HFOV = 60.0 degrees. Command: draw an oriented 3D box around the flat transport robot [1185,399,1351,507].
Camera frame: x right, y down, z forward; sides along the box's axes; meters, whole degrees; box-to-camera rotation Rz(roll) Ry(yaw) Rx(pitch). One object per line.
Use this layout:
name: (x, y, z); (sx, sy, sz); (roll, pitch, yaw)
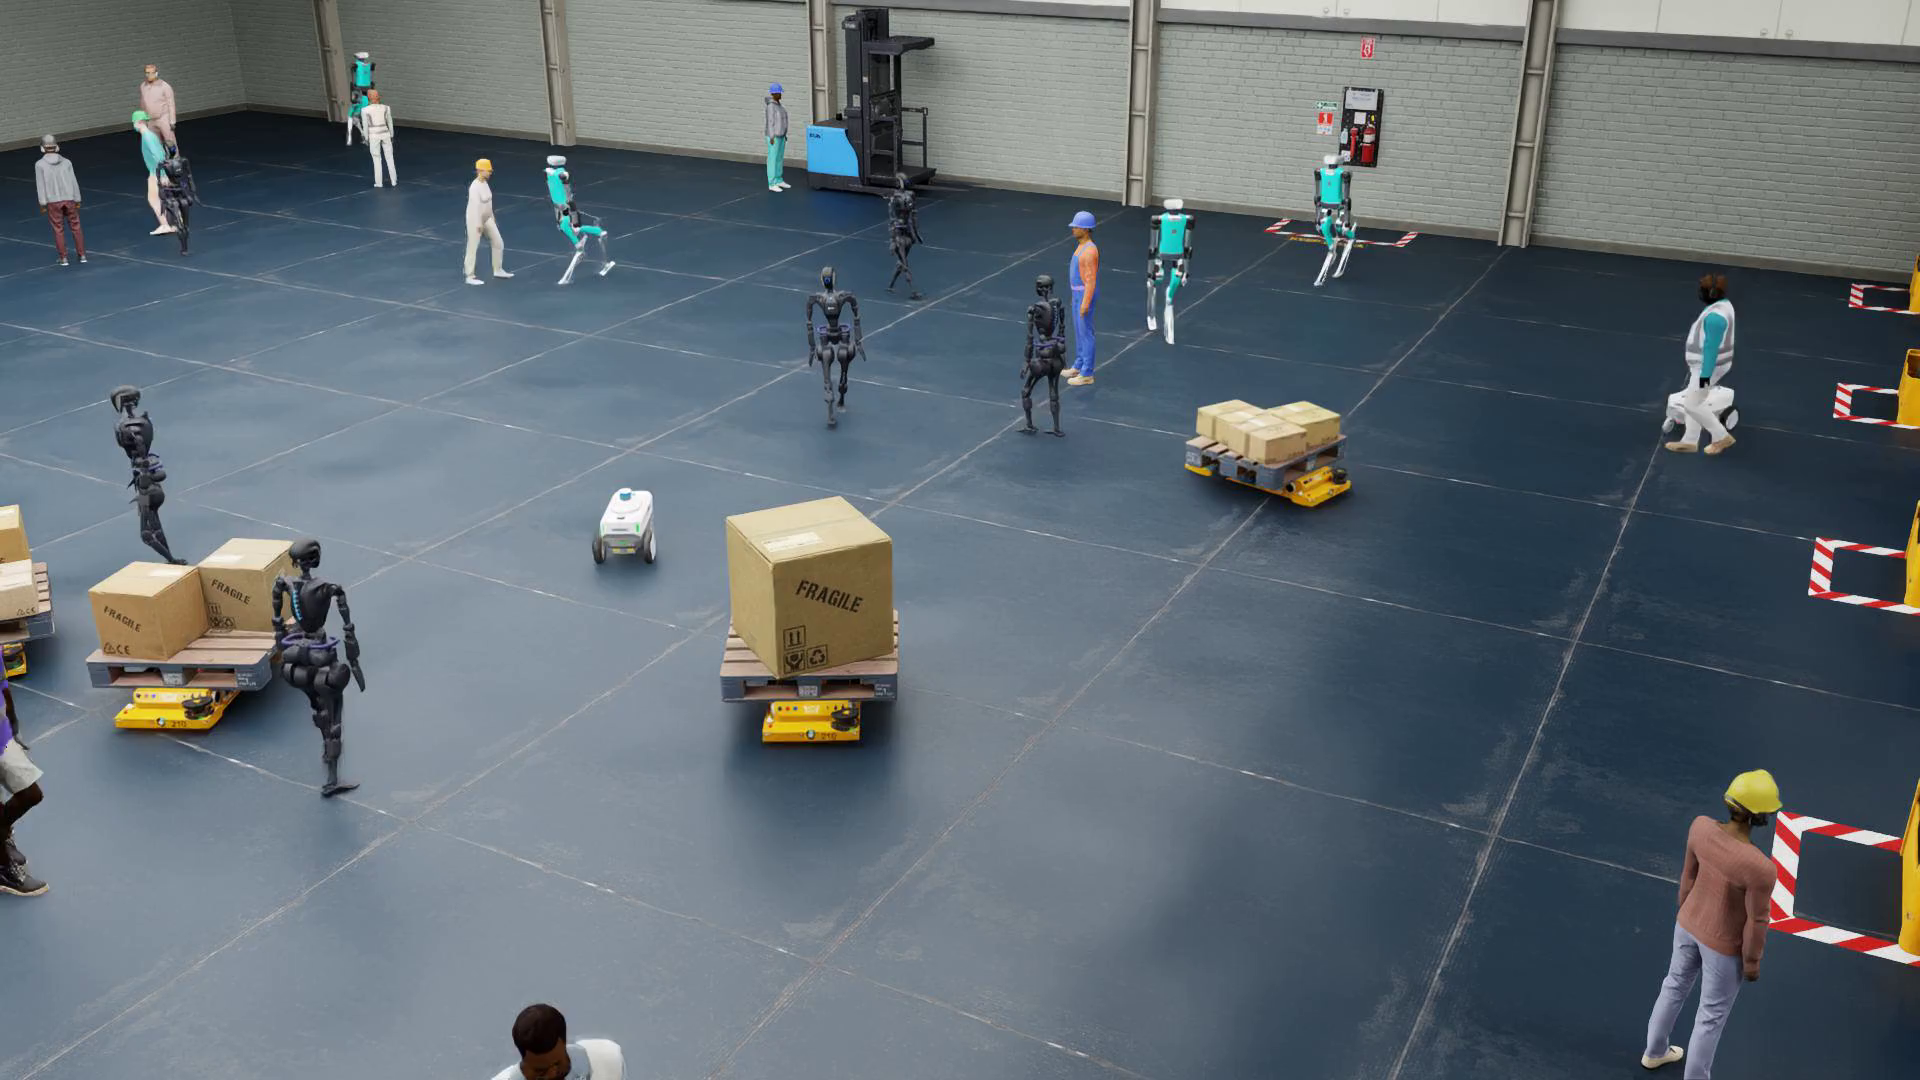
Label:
flat transport robot: (2.889, -0.653, 15.682); (1.431, 0.231, 0.659); (21, 31, 40)

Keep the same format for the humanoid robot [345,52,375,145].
humanoid robot: (-11.716, -8.554, 32.206); (0.874, 1.765, 0.607); (15, 28, 31)

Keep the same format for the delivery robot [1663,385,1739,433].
delivery robot: (7.557, -1.357, 16.969); (0.795, 0.602, 0.499); (-15, 28, -31)

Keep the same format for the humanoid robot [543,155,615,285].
humanoid robot: (-5.099, -4.355, 22.521); (1.045, 1.776, 0.543); (-20, 30, -39)

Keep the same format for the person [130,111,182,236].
person: (-12.108, -5.531, 25.065); (0.600, 1.827, 0.529); (-7, 24, -16)

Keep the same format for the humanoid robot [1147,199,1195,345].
humanoid robot: (2.445, -3.272, 19.980); (0.532, 1.779, 1.020); (-3, 23, -7)

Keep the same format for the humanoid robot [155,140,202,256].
humanoid robot: (-11.160, -4.890, 23.769); (0.499, 1.642, 0.610); (14, 27, 29)

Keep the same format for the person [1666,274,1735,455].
person: (7.260, -1.669, 16.086); (0.512, 1.821, 0.650); (10, 25, 21)

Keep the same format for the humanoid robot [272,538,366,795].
humanoid robot: (-4.116, 0.767, 10.603); (0.602, 1.637, 0.618); (5, 24, 12)

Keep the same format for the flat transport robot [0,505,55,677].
flat transport robot: (-7.448, 0.727, 12.471); (0.659, 0.231, 1.431); (-12, 26, -26)

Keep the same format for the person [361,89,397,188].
person: (-9.893, -6.840, 28.348); (0.513, 1.640, 0.306); (-15, 27, -31)

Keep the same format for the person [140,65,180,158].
person: (-14.096, -7.379, 29.264); (0.640, 1.913, 0.411); (5, 24, 12)

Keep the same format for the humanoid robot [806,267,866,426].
humanoid robot: (-1.272, -2.014, 17.132); (0.599, 1.627, 0.786); (-2, 23, -4)

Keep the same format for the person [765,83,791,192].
person: (-3.099, -6.815, 28.120); (0.357, 1.778, 0.534); (8, 25, 18)

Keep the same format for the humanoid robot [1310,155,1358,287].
humanoid robot: (5.051, -4.296, 22.301); (0.552, 1.760, 0.919); (18, 29, 36)

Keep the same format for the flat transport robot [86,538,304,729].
flat transport robot: (-5.415, 0.937, 11.982); (0.659, 0.231, 1.431); (1, 23, 2)

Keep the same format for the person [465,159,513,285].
person: (-6.399, -4.279, 22.359); (0.588, 1.653, 0.498); (4, 24, 10)

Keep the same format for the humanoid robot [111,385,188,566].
humanoid robot: (-6.608, -0.478, 13.502); (0.362, 1.653, 0.599); (-13, 27, -29)

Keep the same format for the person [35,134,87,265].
person: (-12.628, -4.777, 23.338); (0.543, 1.808, 0.377); (-20, 30, -38)

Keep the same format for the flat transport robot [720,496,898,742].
flat transport robot: (-1.042, 1.005, 11.824); (0.659, 0.231, 1.431); (-1, 23, -2)

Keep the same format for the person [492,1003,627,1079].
person: (-1.509, 2.471, 6.350); (0.614, 1.892, 0.670); (-14, 27, -29)

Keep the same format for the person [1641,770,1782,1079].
person: (3.615, 1.874, 7.917); (0.342, 1.758, 0.519); (-8, 24, -18)

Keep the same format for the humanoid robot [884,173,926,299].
humanoid robot: (-0.702, -3.980, 21.702); (0.764, 1.626, 0.607); (16, 28, 32)

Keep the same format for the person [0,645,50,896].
person: (-5.511, 1.173, 9.335); (0.486, 1.936, 0.609); (7, 24, 16)

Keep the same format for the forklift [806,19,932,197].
forklift: (-1.573, -7.292, 27.850); (1.873, 2.768, 1.129); (12, 26, 25)

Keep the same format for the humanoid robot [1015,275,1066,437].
humanoid robot: (0.849, -1.853, 16.699); (0.463, 1.642, 0.609); (21, 31, 39)

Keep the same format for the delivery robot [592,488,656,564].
delivery robot: (-2.825, -0.142, 14.125); (0.499, 0.590, 0.793); (0, 23, -1)

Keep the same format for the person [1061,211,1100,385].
person: (1.345, -2.660, 18.280); (0.363, 1.910, 0.516); (-4, 24, -8)
